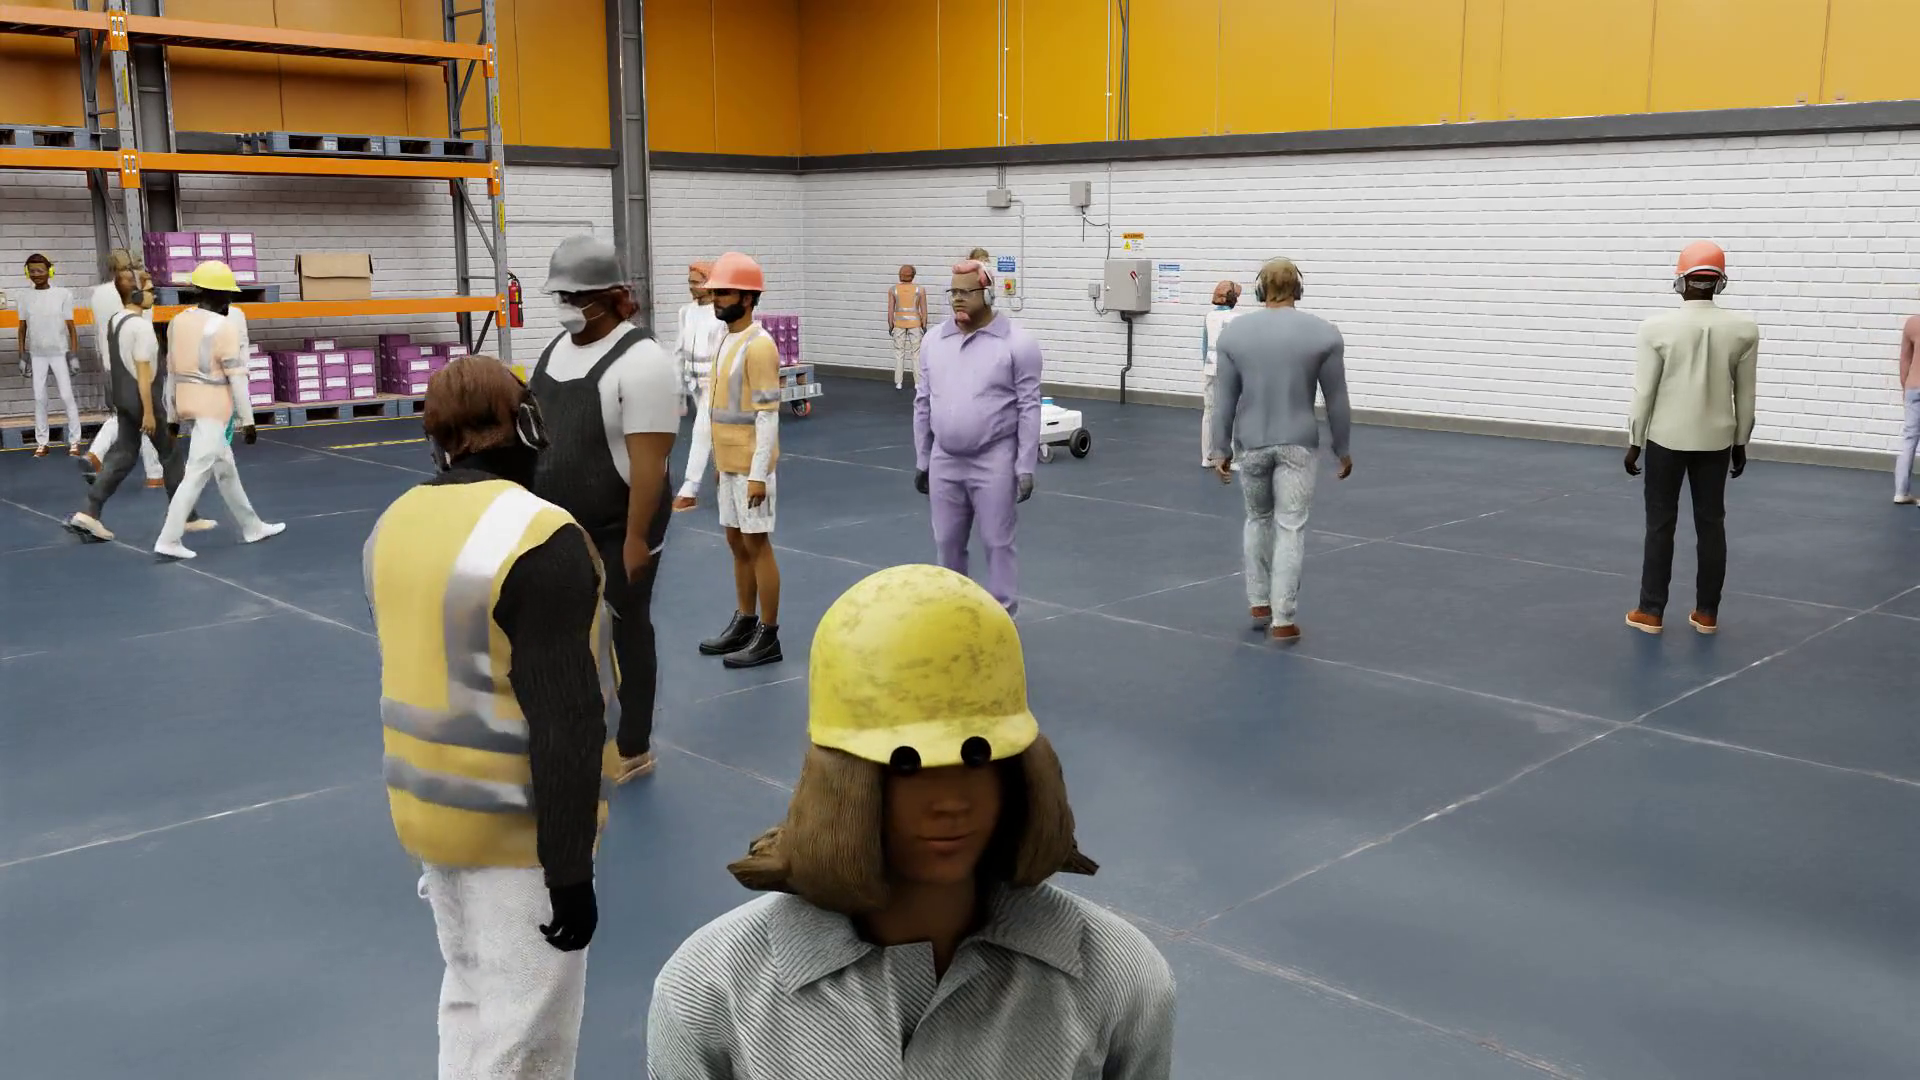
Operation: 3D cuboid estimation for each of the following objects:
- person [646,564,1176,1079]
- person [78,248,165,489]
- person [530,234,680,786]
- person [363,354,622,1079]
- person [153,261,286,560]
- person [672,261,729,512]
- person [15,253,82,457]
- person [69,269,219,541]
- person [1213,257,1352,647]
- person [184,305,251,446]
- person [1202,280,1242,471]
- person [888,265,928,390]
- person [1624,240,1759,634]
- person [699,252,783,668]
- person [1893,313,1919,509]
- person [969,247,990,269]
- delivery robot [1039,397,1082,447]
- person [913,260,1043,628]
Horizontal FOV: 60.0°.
[{"bbox_3d":[-0.041,0.880,1.551,0.489,1.746,0.286,-1,10,-7],"label":"person"},{"bbox_3d":[-6.560,-1.323,13.073,0.638,1.924,0.714,5,11,25],"label":"person"},{"bbox_3d":[-1.356,-0.087,6.020,0.709,2.000,0.617,8,13,38],"label":"person"},{"bbox_3d":[-0.811,0.571,3.137,0.433,1.811,0.785,-10,14,-43],"label":"person"},{"bbox_3d":[-4.770,-0.824,10.544,0.612,1.865,1.005,6,12,31],"label":"person"},{"bbox_3d":[-1.870,-1.164,12.458,0.593,1.841,0.990,8,13,39],"label":"person"},{"bbox_3d":[-8.328,-1.678,15.205,0.509,1.860,0.318,-2,11,-12],"label":"person"},{"bbox_3d":[-5.506,-0.891,11.057,0.514,1.816,0.909,8,13,39],"label":"person"},{"bbox_3d":[1.632,-0.459,8.395,0.666,1.903,0.771,4,11,21],"label":"person"},{"bbox_3d":[-6.620,-1.543,14.841,0.534,1.720,0.912,-6,12,-28],"label":"person"},{"bbox_3d":[2.268,-1.410,14.327,0.311,1.640,0.512,-6,12,-28],"label":"person"},{"bbox_3d":[-0.685,-2.778,21.796,0.523,1.636,0.308,1,10,4],"label":"person"},{"bbox_3d":[3.696,-0.510,8.445,0.622,1.993,0.382,1,10,3],"label":"person"},{"bbox_3d":[-1.037,-0.372,7.843,0.347,1.942,0.548,-6,12,-28],"label":"person"},{"bbox_3d":[7.228,-1.109,12.352,0.323,1.768,0.532,-3,11,-17],"label":"person"},{"bbox_3d":[0.193,-2.159,17.739,1.033,1.884,0.632,8,13,39],"label":"person"},{"bbox_3d":[0.784,-1.048,15.057,0.477,0.478,0.707,9,14,40],"label":"delivery robot"},{"bbox_3d":[0.057,-0.370,7.927,0.651,1.905,0.403,5,12,26],"label":"person"}]
